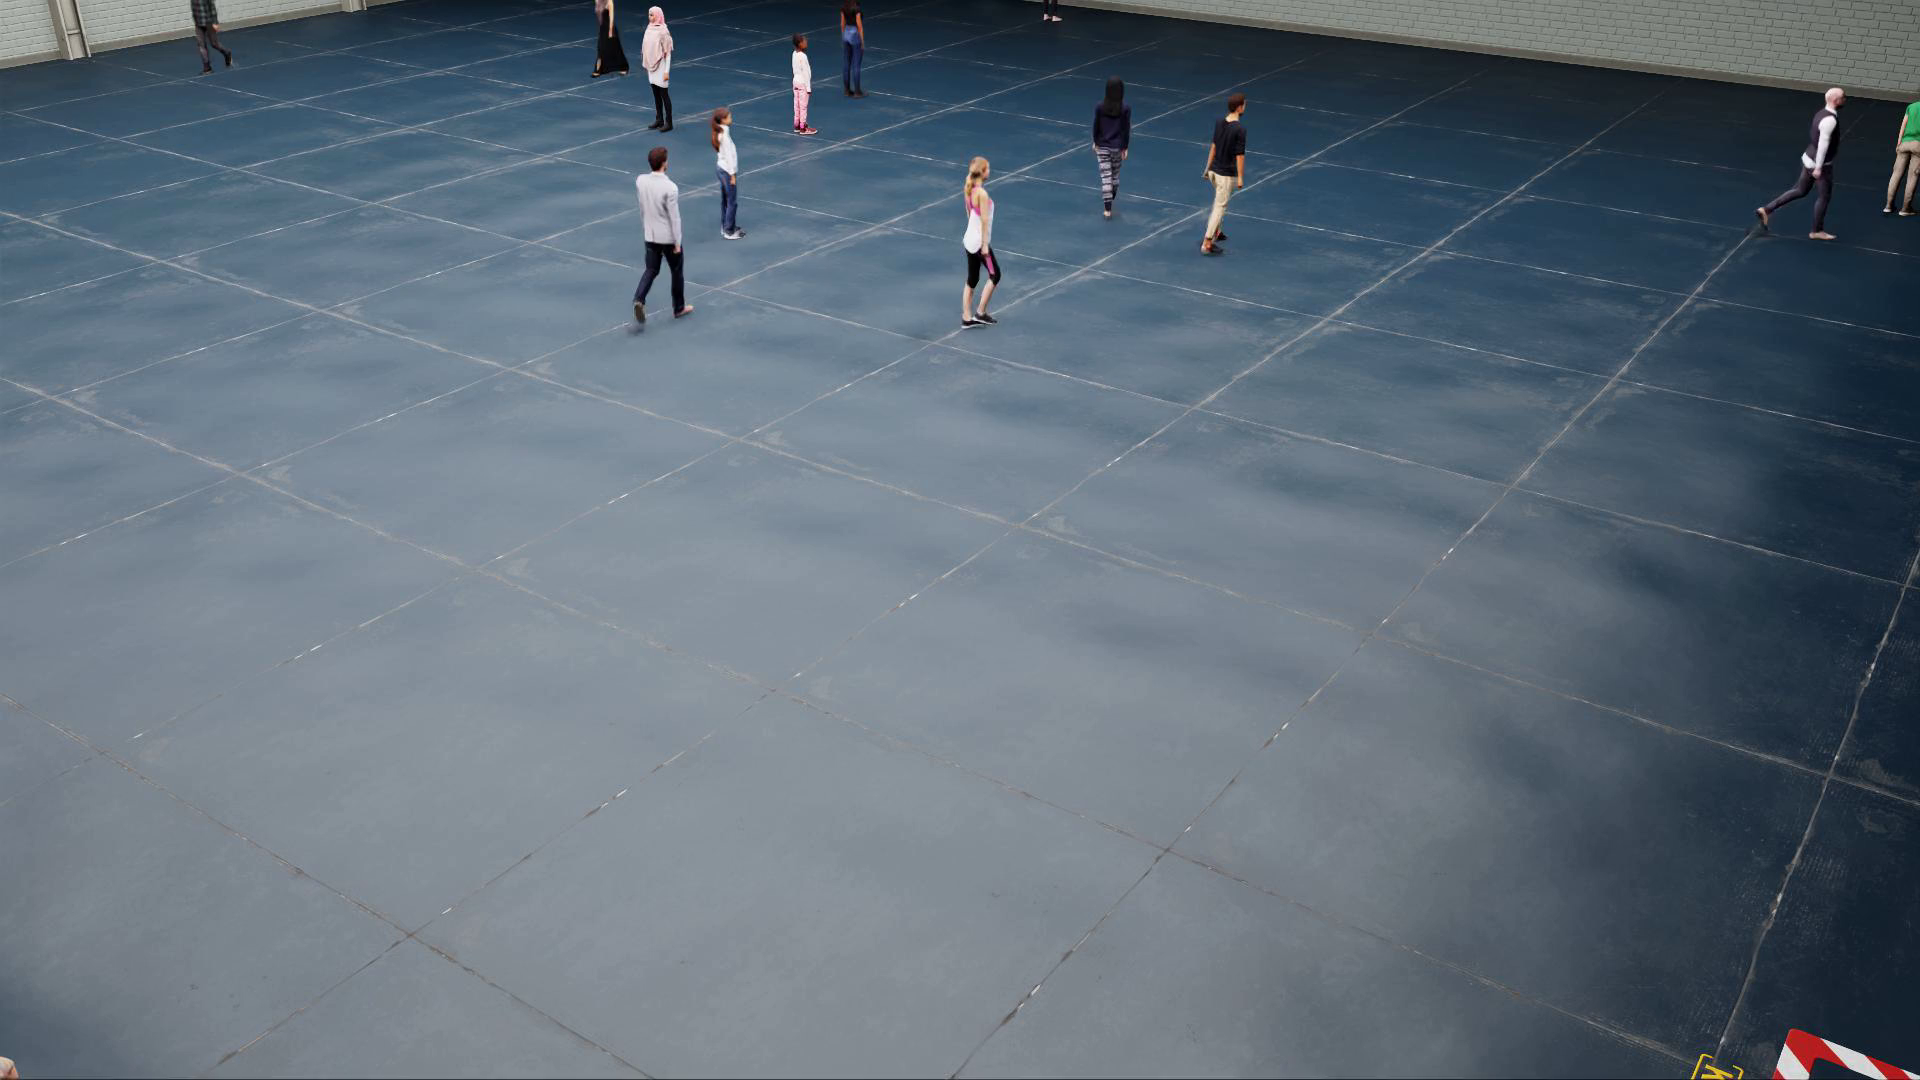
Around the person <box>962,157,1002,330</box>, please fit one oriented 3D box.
[{"bbox_3d":[0.099,-3.014,17.050,0.784,1.775,0.758,-13,30,-24],"label":"person"}]

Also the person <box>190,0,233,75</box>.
[{"bbox_3d":[-12.325,-8.520,27.220,0.863,1.698,1.024,8,28,16],"label":"person"}]

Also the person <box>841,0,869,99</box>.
[{"bbox_3d":[-1.741,-8.047,26.864,0.574,1.738,0.533,19,33,33],"label":"person"}]

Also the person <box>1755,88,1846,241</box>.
[{"bbox_3d":[10.128,-4.463,19.847,1.069,1.790,1.226,5,28,10],"label":"person"}]

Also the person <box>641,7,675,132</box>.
[{"bbox_3d":[-4.494,-7.033,24.823,0.664,1.803,0.633,24,36,38],"label":"person"}]

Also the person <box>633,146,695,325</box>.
[{"bbox_3d":[-3.146,-3.118,17.195,0.792,1.827,1.107,13,30,23],"label":"person"}]

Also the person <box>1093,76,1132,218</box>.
[{"bbox_3d":[1.872,-4.870,20.753,1.010,1.684,1.167,0,27,0],"label":"person"}]

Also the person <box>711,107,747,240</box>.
[{"bbox_3d":[-2.838,-4.432,20.039,0.677,1.559,0.636,-12,29,-22],"label":"person"}]

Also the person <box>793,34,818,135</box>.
[{"bbox_3d":[-2.361,-6.804,24.765,0.611,1.448,0.618,-15,31,-27],"label":"person"}]

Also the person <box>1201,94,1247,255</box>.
[{"bbox_3d":[3.017,-4.259,19.422,0.933,1.816,0.835,-15,31,-27],"label":"person"}]

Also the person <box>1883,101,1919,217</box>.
[{"bbox_3d":[11.990,-4.932,20.908,0.626,1.651,0.650,-19,33,-33],"label":"person"}]

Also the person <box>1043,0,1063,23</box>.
[{"bbox_3d":[1.830,-11.228,33.030,0.598,1.749,0.600,-24,36,-38],"label":"person"}]

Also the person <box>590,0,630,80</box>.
[{"bbox_3d":[-5.884,-8.592,28.125,0.627,1.553,1.021,18,32,31],"label":"person"}]
